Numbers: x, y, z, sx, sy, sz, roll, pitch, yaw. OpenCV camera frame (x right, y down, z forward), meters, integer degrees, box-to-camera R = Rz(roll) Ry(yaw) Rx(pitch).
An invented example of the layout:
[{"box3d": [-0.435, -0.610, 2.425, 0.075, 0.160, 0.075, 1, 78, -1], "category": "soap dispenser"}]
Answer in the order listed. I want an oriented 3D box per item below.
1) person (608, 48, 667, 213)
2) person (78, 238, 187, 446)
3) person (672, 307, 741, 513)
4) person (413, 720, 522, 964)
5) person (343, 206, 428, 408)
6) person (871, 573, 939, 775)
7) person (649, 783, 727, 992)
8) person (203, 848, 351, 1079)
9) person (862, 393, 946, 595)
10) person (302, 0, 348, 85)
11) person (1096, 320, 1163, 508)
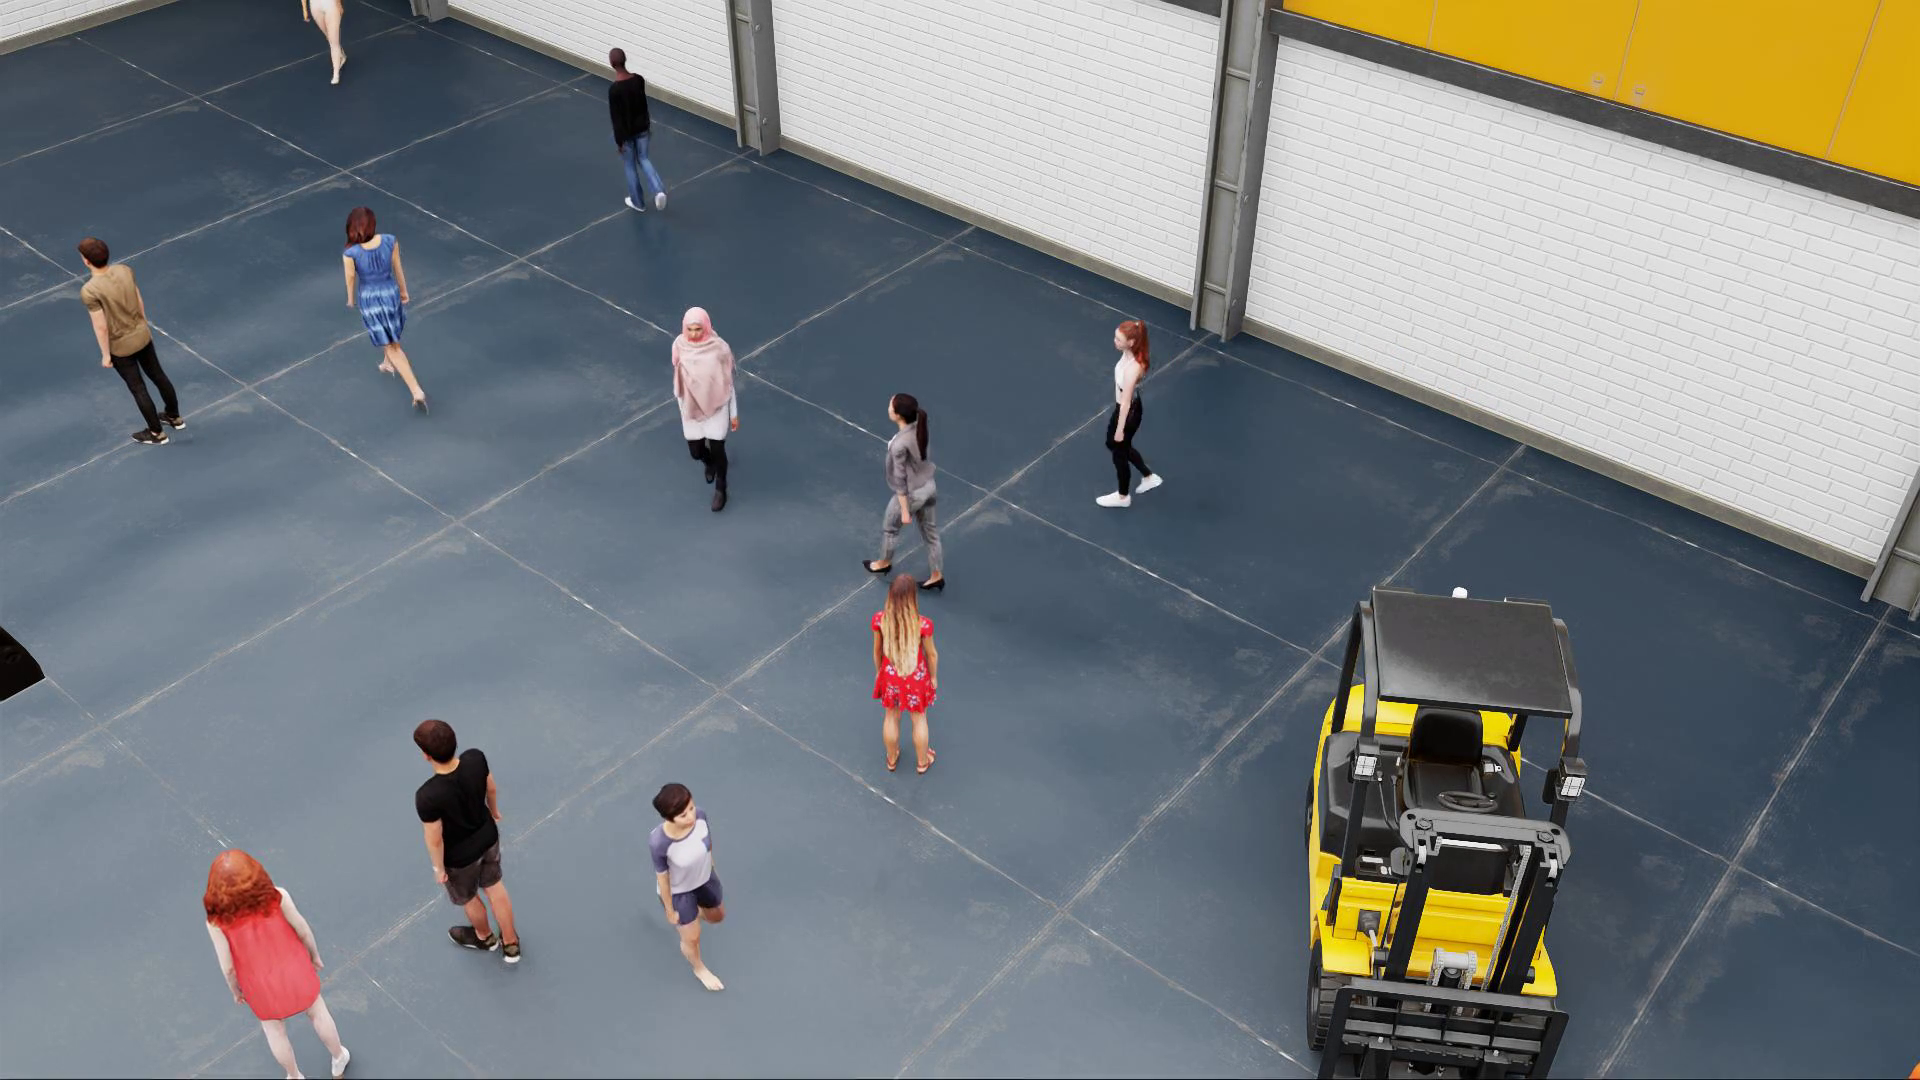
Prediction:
[{"box3d": [-3.228, -4.059, 16.665, 0.650, 1.733, 0.887, -32, 48, -33], "category": "person"}, {"box3d": [-6.758, -1.622, 13.518, 0.680, 1.851, 0.726, 15, 41, 18], "category": "person"}, {"box3d": [-1.950, -1.056, 12.855, 0.864, 1.795, 0.915, 0, 39, 1], "category": "person"}, {"box3d": [-2.751, 1.717, 9.333, 0.801, 1.858, 0.743, 24, 44, 27], "category": "person"}, {"box3d": [-4.801, -1.901, 13.942, 1.128, 1.759, 0.647, 30, 48, 32], "category": "person"}, {"box3d": [-0.360, 0.865, 10.612, 0.624, 1.592, 0.721, 6, 39, 8], "category": "person"}, {"box3d": [-1.575, 1.900, 9.351, 0.720, 1.549, 0.558, 28, 46, 31], "category": "person"}, {"box3d": [-3.566, 2.271, 8.665, 0.667, 1.826, 0.625, -21, 43, -24], "category": "person"}, {"box3d": [-0.268, -0.270, 11.995, 0.948, 1.639, 0.709, 20, 43, 23], "category": "person"}, {"box3d": [-7.431, -6.238, 19.505, 1.052, 1.593, 1.087, -2, 39, -2], "category": "person"}, {"box3d": [1.374, -0.946, 12.766, 0.872, 1.734, 0.796, 5, 39, 6], "category": "person"}]
